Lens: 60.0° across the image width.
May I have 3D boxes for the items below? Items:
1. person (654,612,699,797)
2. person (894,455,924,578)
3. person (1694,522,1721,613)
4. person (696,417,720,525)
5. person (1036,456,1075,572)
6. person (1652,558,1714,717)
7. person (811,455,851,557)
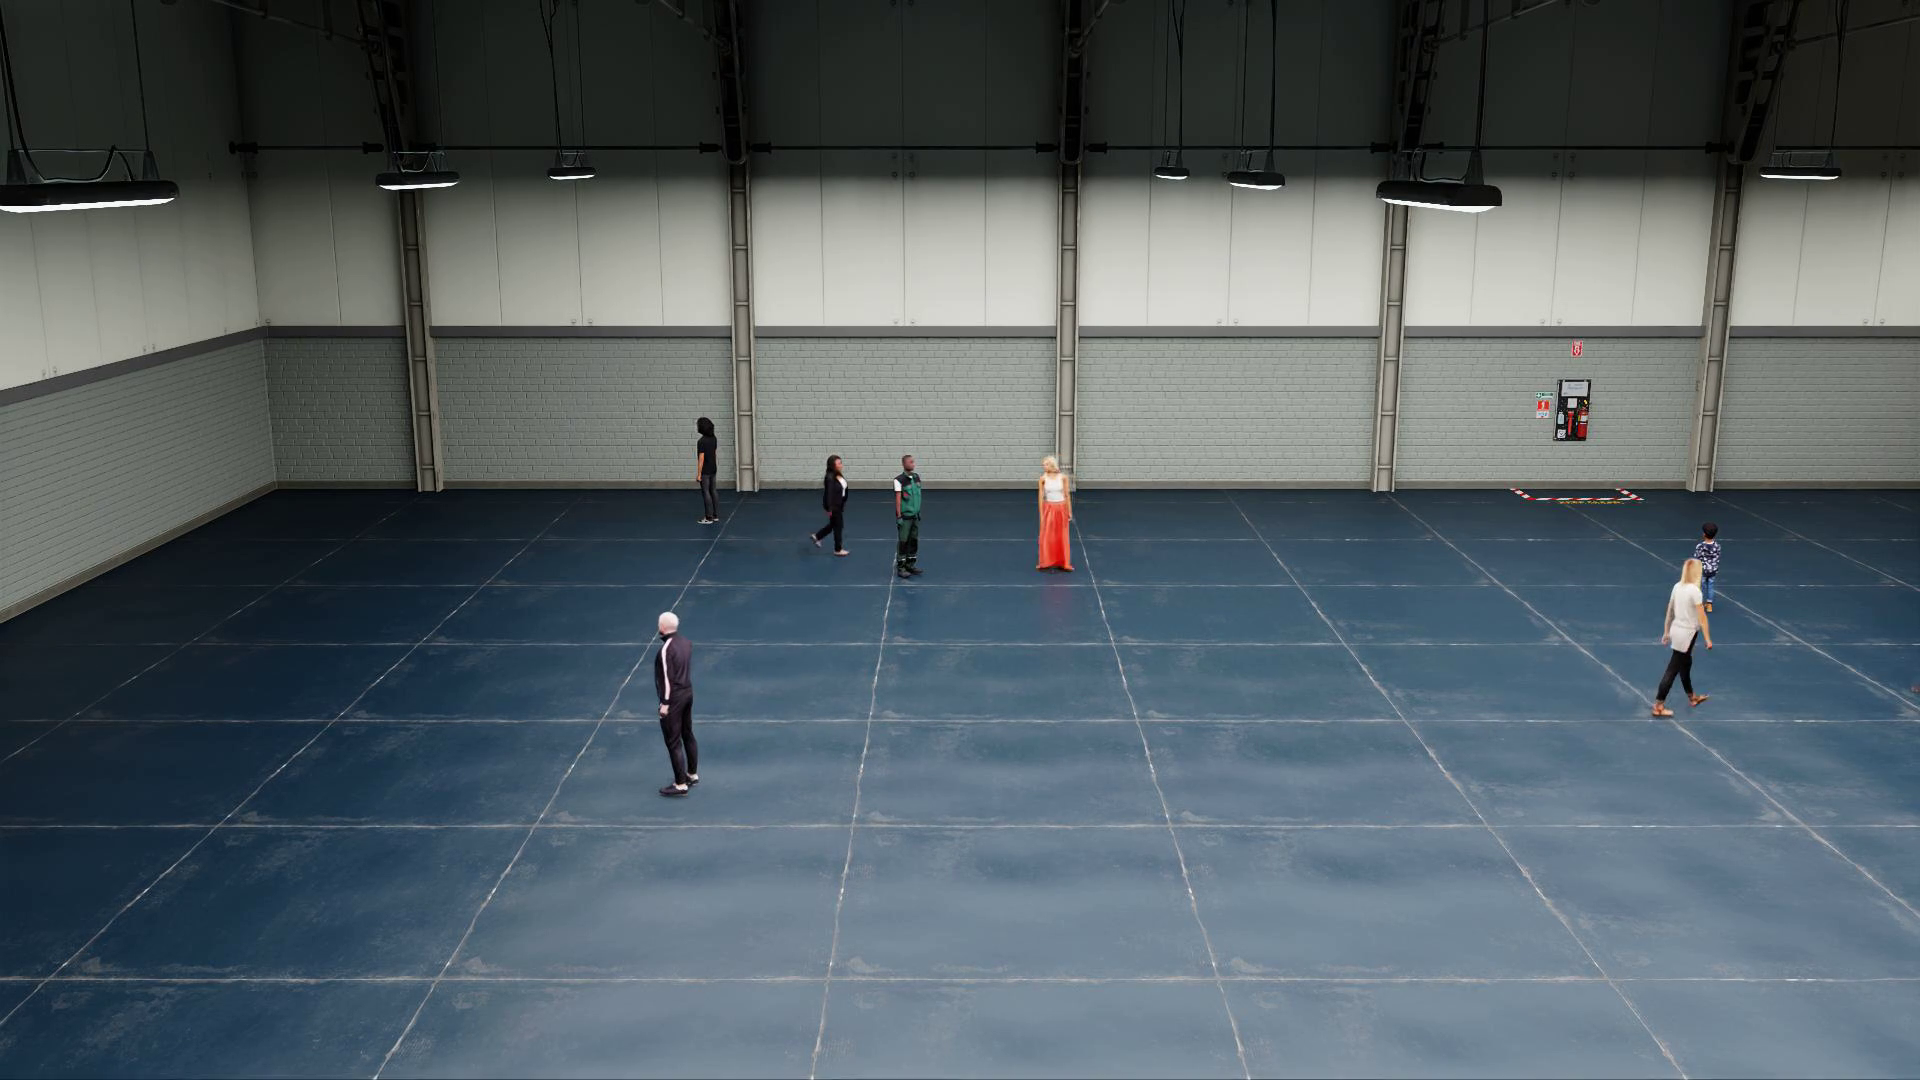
[{"bbox_3d":[-2.791,1.599,16.384,0.680,1.833,0.746,4,14,16],"label":"person"},{"bbox_3d":[-0.778,-0.375,24.898,0.812,1.839,0.785,10,16,36],"label":"person"},{"bbox_3d":[10.318,0.370,22.982,0.457,1.252,0.572,2,13,7],"label":"person"},{"bbox_3d":[-4.324,-1.210,28.519,0.700,1.831,0.710,7,15,29],"label":"person"},{"bbox_3d":[1.494,-0.404,25.140,0.517,1.786,0.782,-3,13,-14],"label":"person"},{"bbox_3d":[7.974,1.119,18.541,1.098,1.795,0.777,-3,13,-13],"label":"person"},{"bbox_3d":[-2.050,-0.535,26.111,0.892,1.603,0.680,2,13,7],"label":"person"}]
